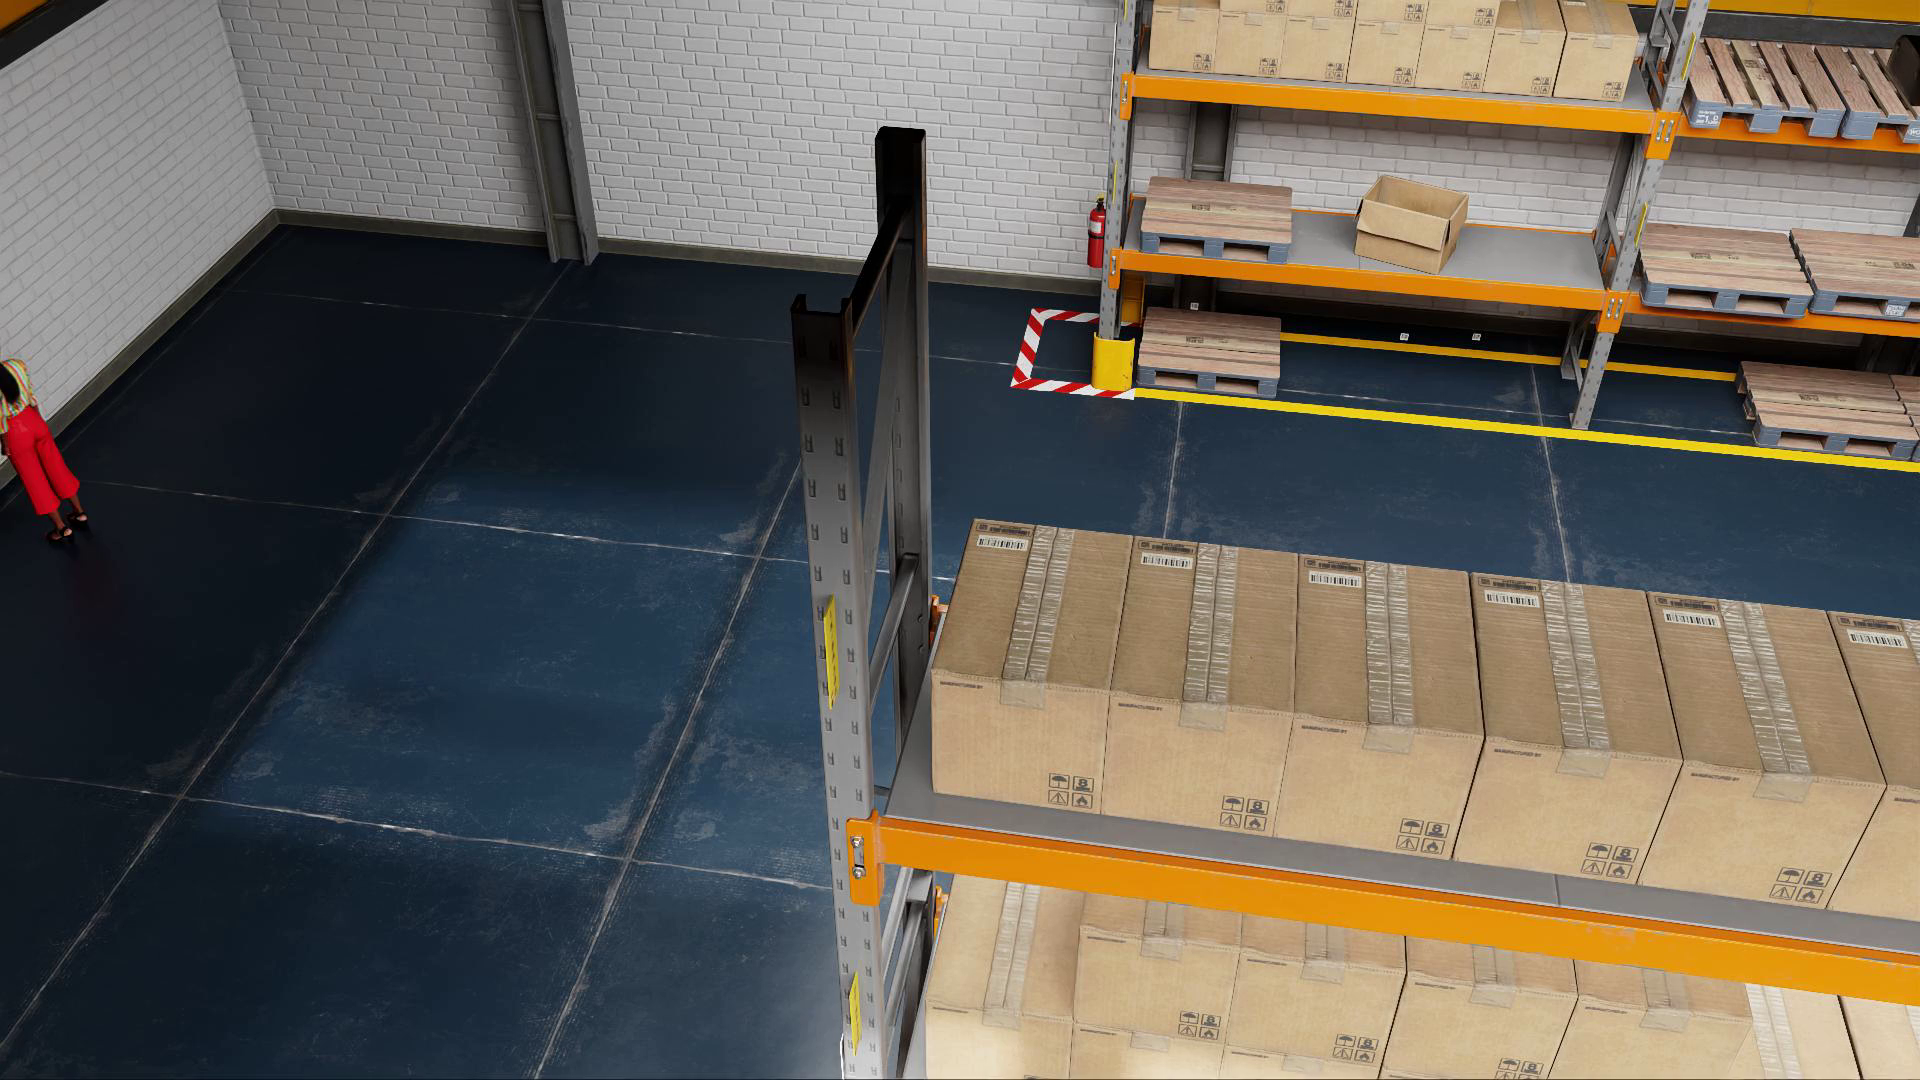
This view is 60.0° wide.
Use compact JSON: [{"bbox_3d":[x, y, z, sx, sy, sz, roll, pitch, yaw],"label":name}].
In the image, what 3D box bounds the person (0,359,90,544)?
[{"bbox_3d":[-6.867,-0.745,12.224,0.579,1.791,0.631,12,40,14],"label":"person"}]
